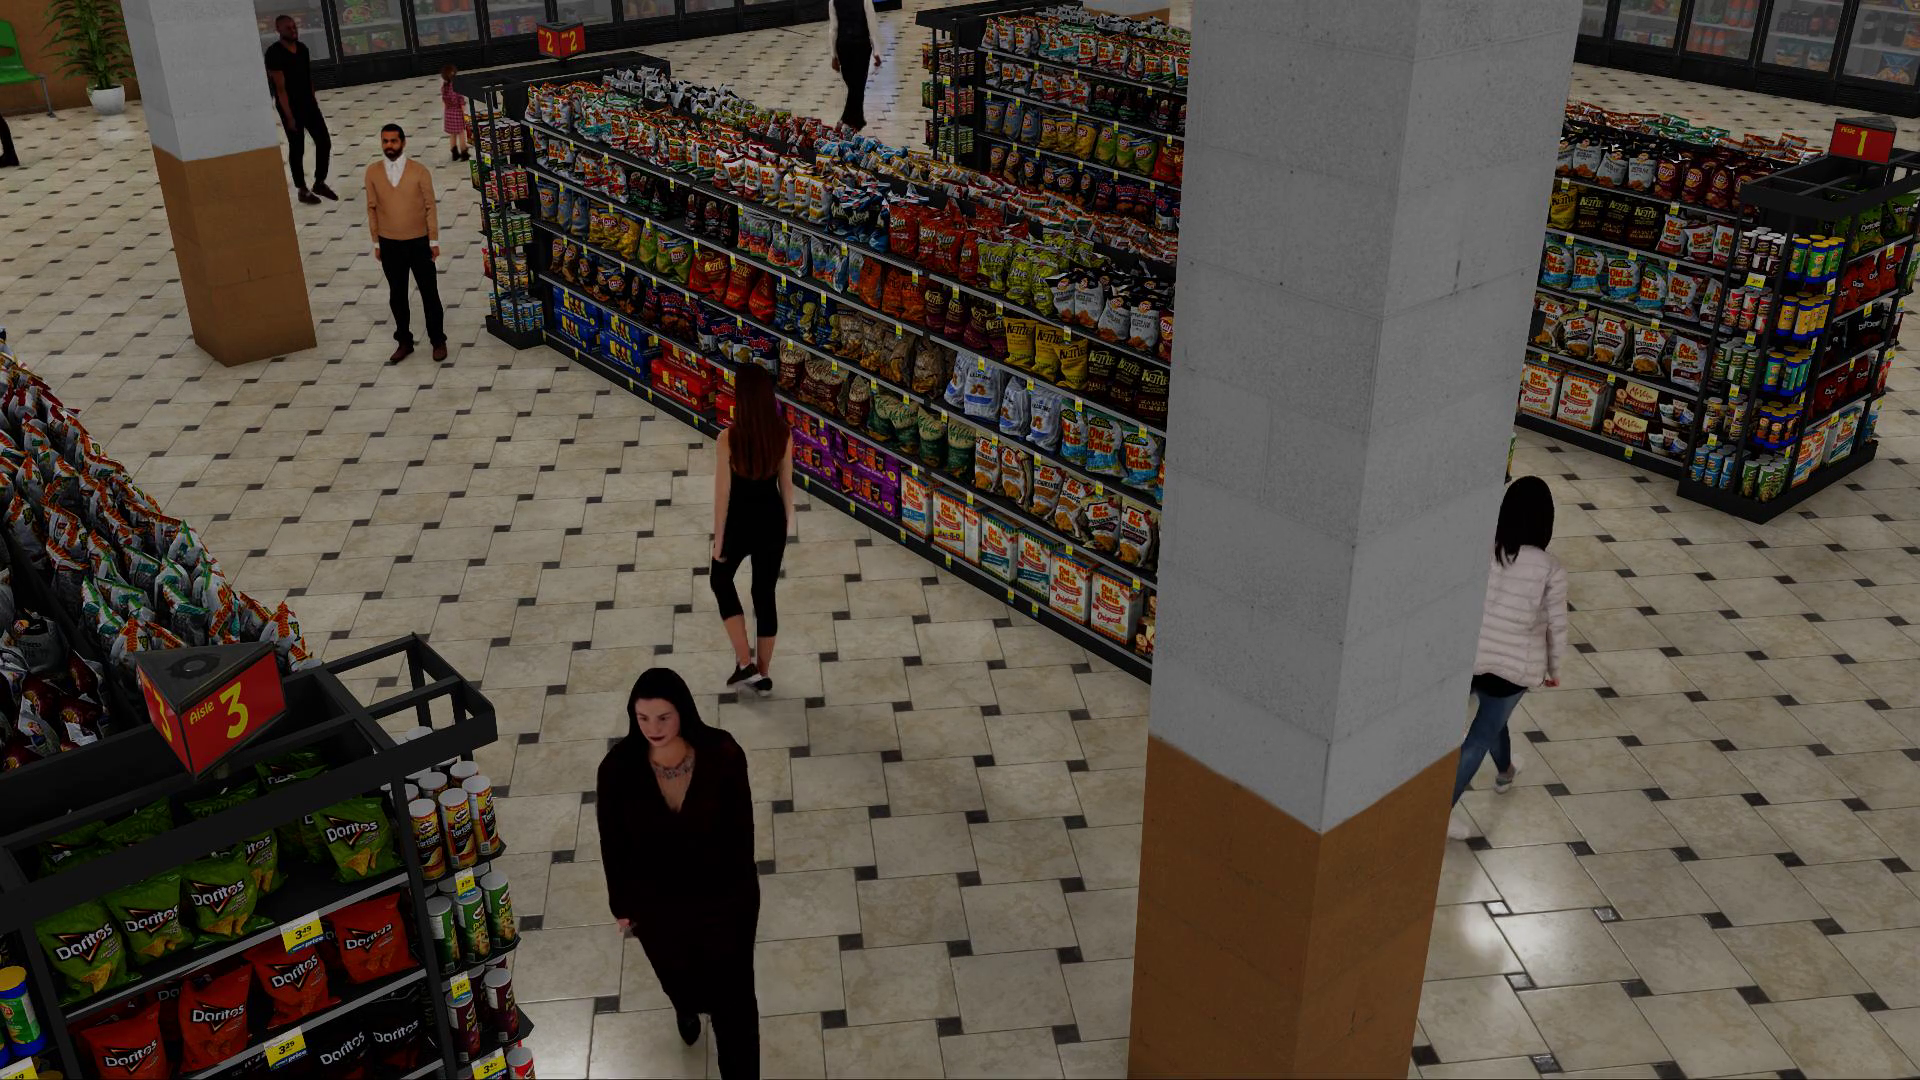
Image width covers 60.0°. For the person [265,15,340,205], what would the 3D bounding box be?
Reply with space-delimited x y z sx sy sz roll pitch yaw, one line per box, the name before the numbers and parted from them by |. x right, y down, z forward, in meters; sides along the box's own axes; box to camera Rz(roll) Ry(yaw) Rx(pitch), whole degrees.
person | -6.501 -4.174 16.175 0.789 1.805 0.769 16 31 28

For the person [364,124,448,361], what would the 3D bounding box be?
person | -4.113 -2.209 12.358 0.762 1.754 0.790 -2 27 -5

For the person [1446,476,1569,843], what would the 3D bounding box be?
person | 2.252 0.550 7.096 0.777 1.593 1.028 -24 35 -39

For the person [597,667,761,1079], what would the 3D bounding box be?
person | -0.961 1.158 5.769 1.036 1.708 1.223 -5 27 -9

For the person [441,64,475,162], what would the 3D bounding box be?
person | -5.431 -4.594 17.871 0.475 1.020 0.555 9 28 17

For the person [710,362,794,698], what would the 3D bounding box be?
person | -0.959 0.007 8.035 0.665 1.711 0.688 -15 30 -27

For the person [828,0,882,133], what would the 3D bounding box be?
person | -1.201 -5.377 18.460 1.300 1.885 1.191 9 28 17
